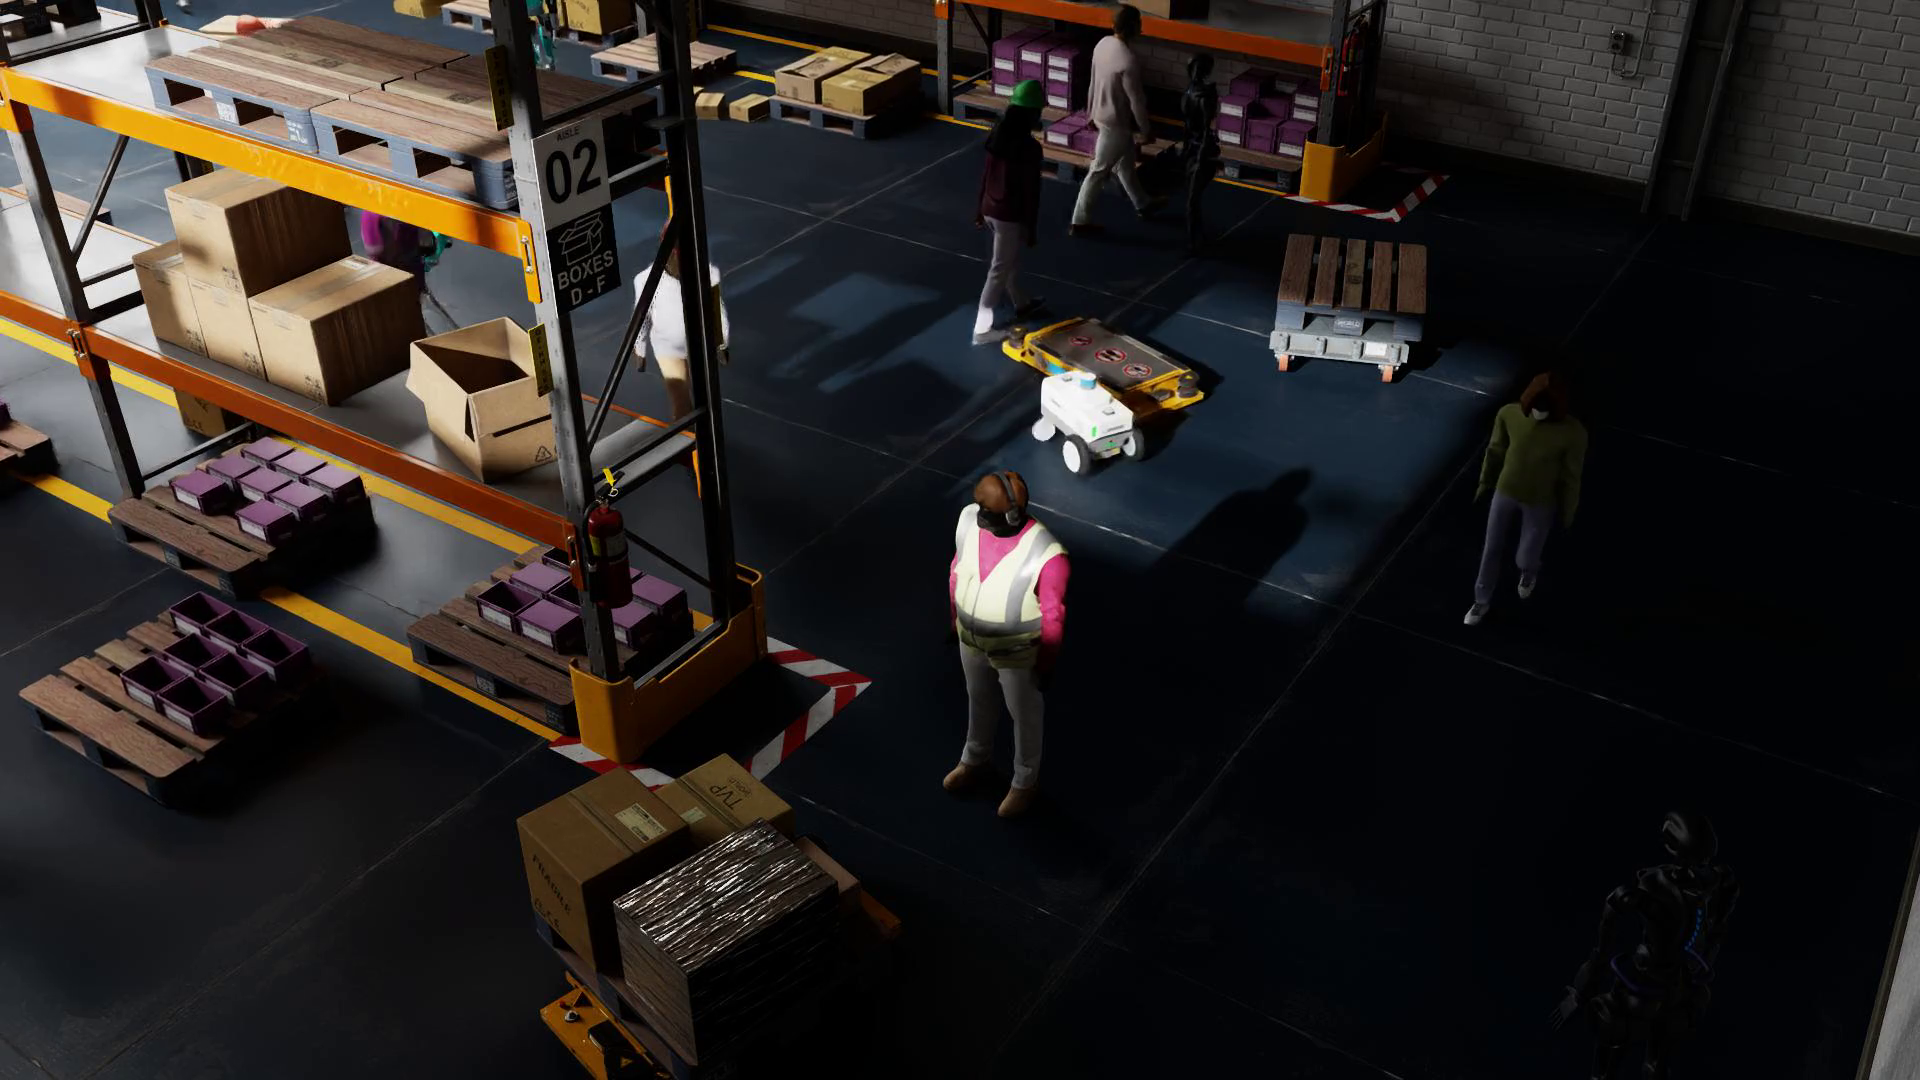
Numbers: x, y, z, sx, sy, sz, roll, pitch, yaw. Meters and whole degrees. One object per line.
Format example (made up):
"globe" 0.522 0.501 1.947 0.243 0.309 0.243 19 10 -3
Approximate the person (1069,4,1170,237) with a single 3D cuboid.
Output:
"person" 1.353 -3.446 13.692 1.013 1.886 0.634 -9 34 -14

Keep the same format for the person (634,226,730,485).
"person" -1.759 -1.264 10.502 0.600 1.701 0.884 -14 36 -21

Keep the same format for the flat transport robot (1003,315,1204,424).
"flat transport robot" 0.996 -1.236 11.773 0.659 0.231 1.431 -22 39 -30

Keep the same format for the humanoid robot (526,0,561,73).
"humanoid robot" -4.165 -5.030 16.313 0.573 1.824 0.817 -3 33 -5

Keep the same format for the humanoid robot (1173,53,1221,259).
"humanoid robot" 1.933 -3.074 13.320 0.394 1.650 0.596 -5 33 -7

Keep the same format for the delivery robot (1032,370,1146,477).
"delivery robot" 0.829 -0.796 10.825 0.510 0.584 0.755 -16 36 -23

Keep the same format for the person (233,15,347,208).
"person" -5.750 -3.553 14.018 0.918 1.707 0.566 -2 33 -3

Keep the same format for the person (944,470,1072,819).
"person" 0.190 0.475 7.705 0.619 1.840 0.431 24 40 32

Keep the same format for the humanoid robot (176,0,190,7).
"humanoid robot" -9.216 -7.018 19.302 0.545 1.734 0.995 -27 41 -35

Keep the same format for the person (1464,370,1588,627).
"person" 3.080 -0.238 8.998 0.561 1.615 0.461 22 39 30

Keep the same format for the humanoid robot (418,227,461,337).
"humanoid robot" -3.920 -2.171 11.858 0.664 1.792 0.540 0 33 0

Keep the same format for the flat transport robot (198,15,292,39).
"flat transport robot" -6.998 -4.129 16.219 1.431 0.231 0.659 6 34 9

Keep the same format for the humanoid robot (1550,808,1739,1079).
"humanoid robot" 2.483 1.642 6.046 0.599 1.657 0.315 -8 34 -12

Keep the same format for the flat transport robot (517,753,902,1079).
"flat transport robot" -0.999 1.806 7.097 1.431 0.231 0.659 -26 41 -34

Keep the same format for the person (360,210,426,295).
"person" -3.708 -1.710 11.069 0.663 1.830 0.519 10 34 15

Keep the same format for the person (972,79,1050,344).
"person" 0.416 -2.380 12.048 0.895 1.890 0.513 -23 39 -31
